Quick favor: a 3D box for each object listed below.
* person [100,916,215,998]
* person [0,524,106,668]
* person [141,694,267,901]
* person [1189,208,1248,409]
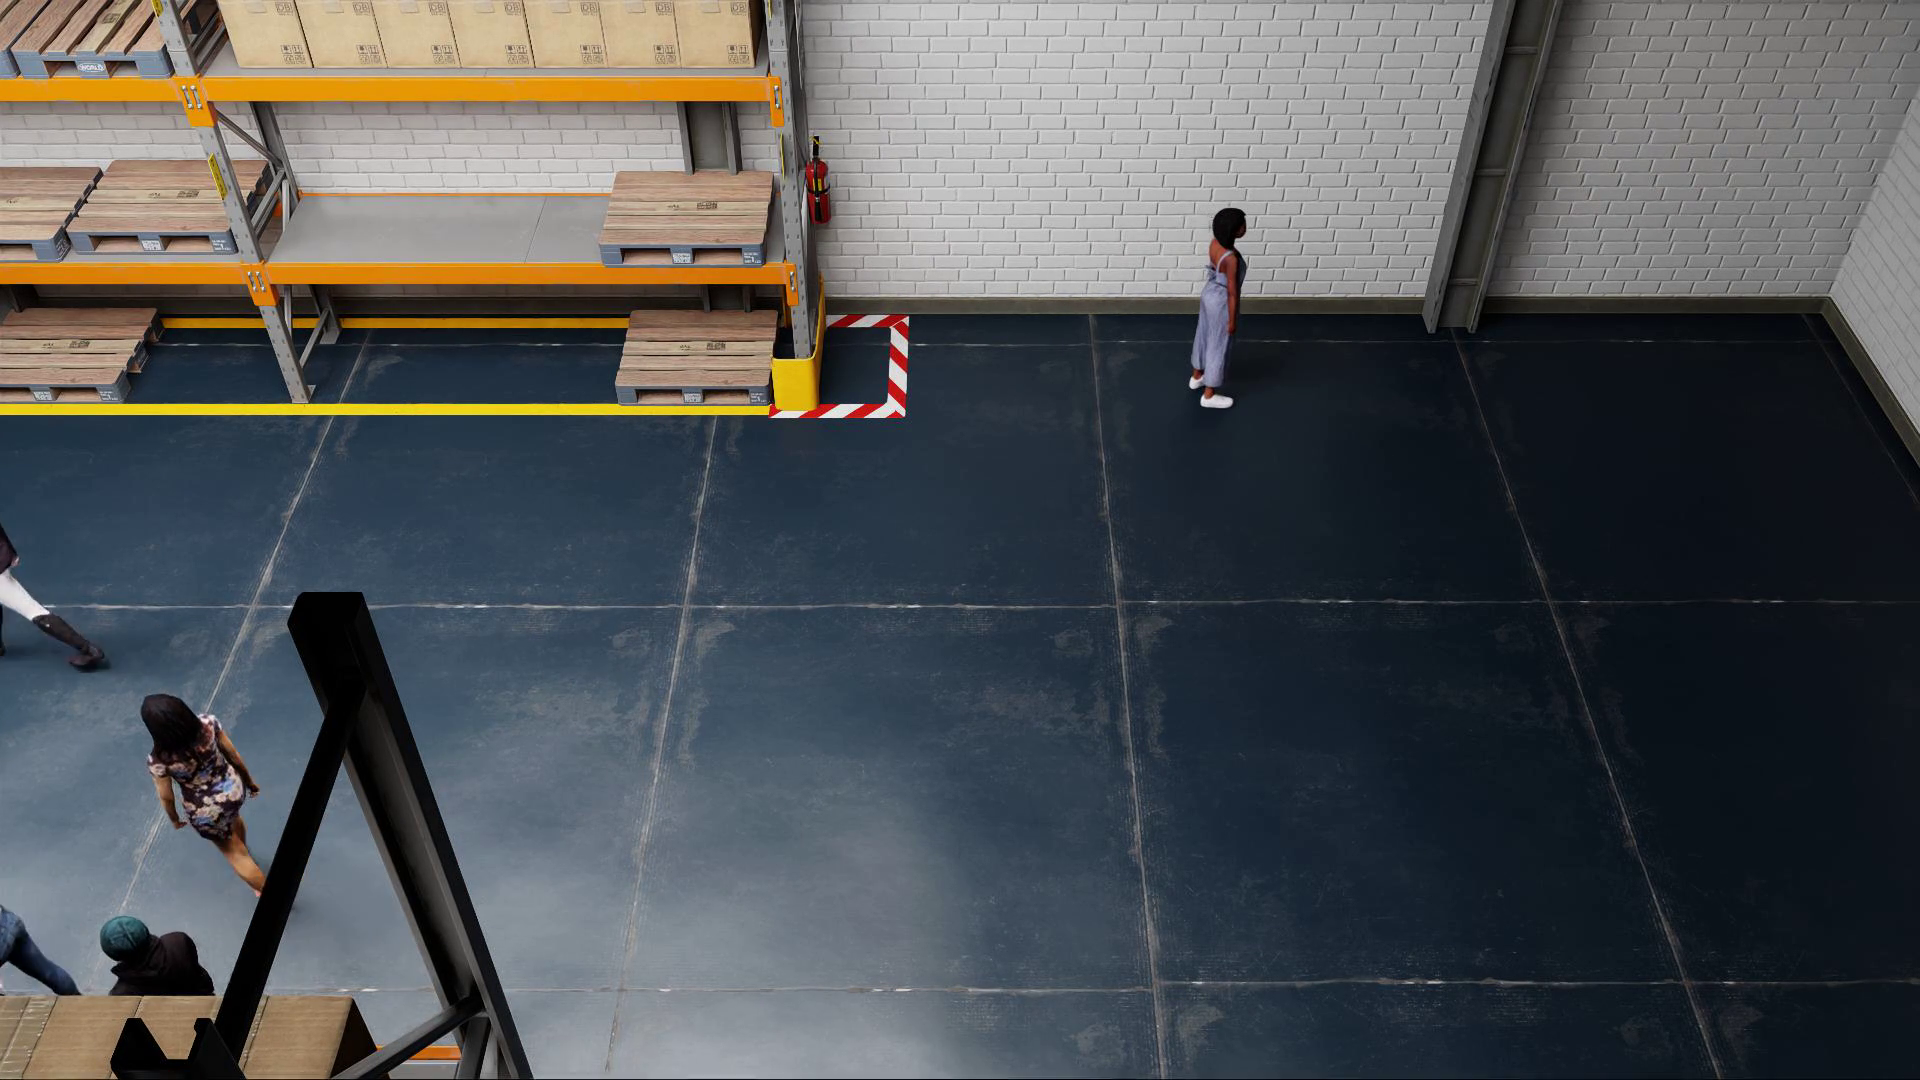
[{"bbox_3d":[-3.763,2.432,8.142,1.158,1.798,0.944,17,46,17],"label":"person"},{"bbox_3d":[-6.039,0.226,10.542,1.180,1.681,0.562,-1,44,-1],"label":"person"},{"bbox_3d":[-4.062,1.496,9.190,1.038,1.708,0.919,26,50,25],"label":"person"},{"bbox_3d":[1.971,-1.783,12.640,0.578,1.697,0.624,-9,44,-10],"label":"person"}]
